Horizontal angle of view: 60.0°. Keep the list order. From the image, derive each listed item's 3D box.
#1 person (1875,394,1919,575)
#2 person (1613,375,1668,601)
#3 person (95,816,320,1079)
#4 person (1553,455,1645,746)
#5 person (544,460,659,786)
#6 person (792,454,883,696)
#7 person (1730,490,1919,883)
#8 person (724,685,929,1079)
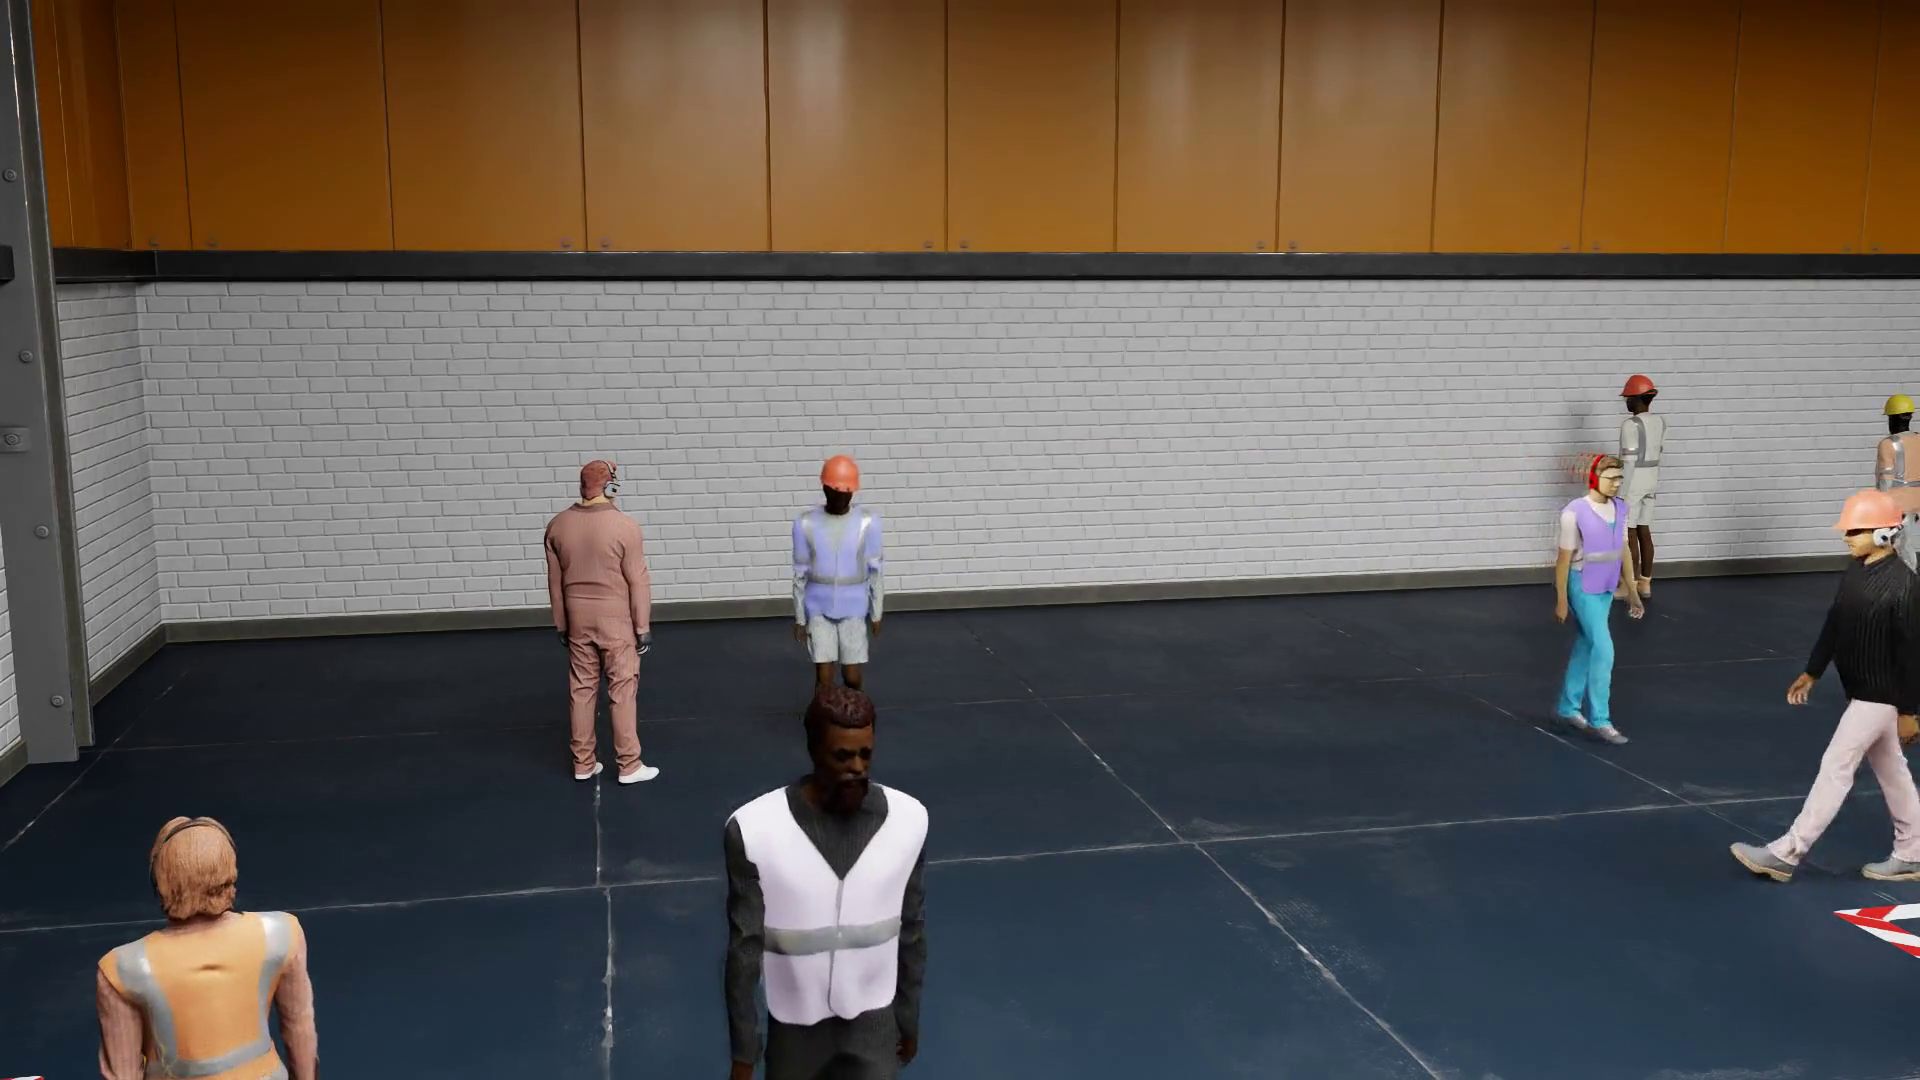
[{"bbox_3d":[8.018,-0.285,14.269,0.591,1.923,0.381,-5,10,-27],"label":"person"},{"bbox_3d":[6.089,-0.470,15.036,0.616,2.040,0.382,-7,12,-38],"label":"person"},{"bbox_3d":[-1.886,1.505,4.228,0.522,1.638,0.310,-7,12,-37],"label":"person"},{"bbox_3d":[4.126,0.375,10.564,0.572,1.822,0.759,-8,12,-39],"label":"person"},{"bbox_3d":[-2.065,0.482,9.671,0.638,1.902,0.407,3,10,19],"label":"person"},{"bbox_3d":[-0.741,0.409,10.091,0.553,1.910,0.605,-1,9,-4],"label":"person"},{"bbox_3d":[4.306,0.723,8.067,1.034,1.934,0.610,2,9,10],"label":"person"},{"bbox_3d":[-0.389,1.303,4.686,0.603,1.896,0.730,-3,10,-20],"label":"person"}]
